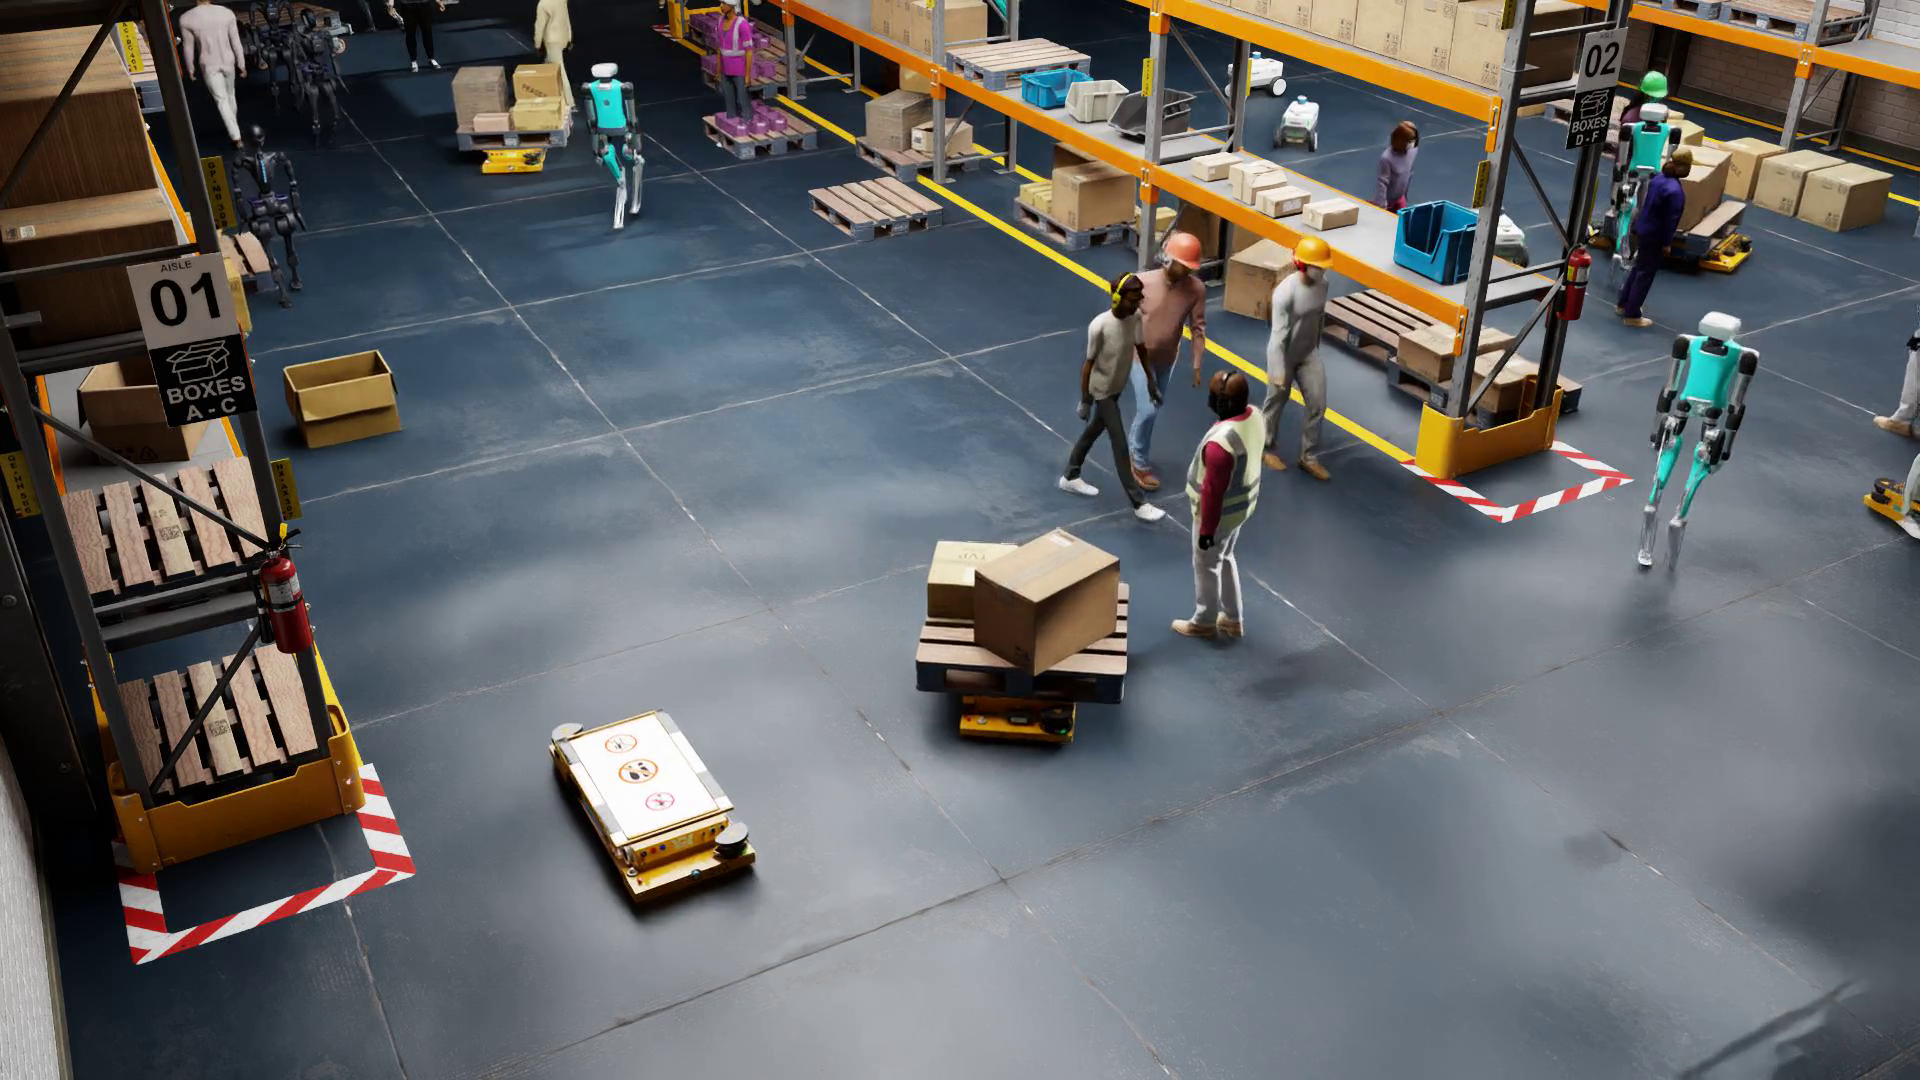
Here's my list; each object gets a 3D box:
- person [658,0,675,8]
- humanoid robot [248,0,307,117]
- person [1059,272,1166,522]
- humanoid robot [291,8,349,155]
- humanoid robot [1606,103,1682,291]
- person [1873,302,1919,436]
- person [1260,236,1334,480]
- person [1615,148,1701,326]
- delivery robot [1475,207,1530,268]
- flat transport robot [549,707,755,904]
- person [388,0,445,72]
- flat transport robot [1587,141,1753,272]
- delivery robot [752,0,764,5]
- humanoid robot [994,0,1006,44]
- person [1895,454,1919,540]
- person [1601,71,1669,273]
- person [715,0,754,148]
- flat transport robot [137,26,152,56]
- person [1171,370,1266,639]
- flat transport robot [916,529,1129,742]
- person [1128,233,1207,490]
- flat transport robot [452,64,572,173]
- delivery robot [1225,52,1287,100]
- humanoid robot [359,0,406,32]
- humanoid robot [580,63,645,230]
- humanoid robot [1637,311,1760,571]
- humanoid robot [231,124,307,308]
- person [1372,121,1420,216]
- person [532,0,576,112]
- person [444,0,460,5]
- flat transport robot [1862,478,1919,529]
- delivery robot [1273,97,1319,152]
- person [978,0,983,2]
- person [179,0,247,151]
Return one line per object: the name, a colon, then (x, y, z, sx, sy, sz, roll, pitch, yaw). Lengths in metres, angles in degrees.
person: (-4.590, -9.205, 25.937, 0.570, 1.755, 0.320, 6, 30, 10)
humanoid robot: (-8.455, -6.119, 20.632, 0.599, 1.659, 0.315, -16, 33, -25)
person: (1.116, -1.029, 11.657, 0.985, 1.804, 0.536, 22, 37, 33)
humanoid robot: (-7.423, -5.307, 19.242, 0.355, 1.654, 0.602, 22, 37, 34)
humanoid robot: (6.208, -3.030, 15.251, 0.561, 1.814, 0.787, 11, 32, 18)
person: (7.493, -1.642, 12.701, 0.661, 1.827, 0.479, -26, 39, -37)
person: (2.484, -1.298, 12.069, 0.563, 1.868, 0.747, -15, 33, -24)
person: (6.209, -2.685, 14.742, 0.409, 1.609, 0.490, 2, 30, 3)
delivery robot: (5.233, -2.969, 16.271, 0.499, 0.575, 0.754, -2, 30, -4)
flat transport robot: (-1.695, 1.381, 9.005, 0.659, 0.231, 1.431, -16, 33, -25)
person: (-7.415, -7.293, 22.608, 0.749, 1.758, 0.426, -16, 33, -25)
flat transport robot: (7.090, -2.996, 16.625, 1.431, 0.231, 0.659, 22, 36, 33)
delivery robot: (-2.923, -8.790, 26.411, 0.773, 0.582, 0.499, 5, 30, 9)
humanoid robot: (0.614, -7.866, 23.659, 0.686, 1.822, 0.530, 18, 35, 29)
person: (6.855, -0.927, 11.360, 0.586, 1.927, 0.359, -16, 33, -25)
person: (6.464, -3.548, 15.905, 0.513, 1.910, 0.507, -10, 31, -17)
person: (-2.624, -5.456, 19.323, 0.514, 1.847, 0.345, 21, 36, 32)
flat transport robot: (-11.689, -7.165, 23.882, 0.659, 0.231, 1.431, -15, 33, -25)
person: (1.589, -0.189, 10.174, 0.445, 1.828, 0.634, 16, 34, 26)
flat transport robot: (0.404, 0.731, 10.137, 0.659, 0.231, 1.431, 3, 30, 6)
person: (1.431, -1.311, 12.018, 0.640, 1.934, 0.746, -9, 31, -14)
flat transport robot: (-5.157, -4.577, 19.378, 0.659, 0.231, 1.431, -4, 30, -6)
delivery robot: (3.834, -6.046, 21.620, 0.739, 0.566, 0.499, -16, 33, -25)
humanoid robot: (-8.634, -8.342, 24.519, 0.859, 1.788, 0.530, 11, 32, 18)
humanoid robot: (-3.473, -4.048, 17.006, 0.548, 1.742, 1.027, 2, 30, 3)
humanoid robot: (4.752, -0.549, 10.931, 0.531, 1.824, 0.748, 19, 35, 30)
humanoid robot: (-6.338, -2.998, 15.240, 0.587, 1.633, 0.679, -16, 33, -25)
person: (4.076, -3.170, 15.609, 0.527, 1.573, 0.875, -19, 35, -30)
person: (-5.152, -6.241, 20.798, 0.641, 1.724, 0.573, 7, 31, 13)
person: (-8.319, -9.152, 25.994, 0.737, 1.612, 0.511, -19, 35, -29)
flat transport robot: (7.127, -0.085, 11.558, 0.659, 0.231, 1.431, -14, 33, -22)
delivery robot: (4.032, -4.959, 19.747, 0.499, 0.586, 0.772, 10, 31, 16)
person: (0.099, -6.807, 21.618, 0.406, 1.905, 0.650, -14, 33, -23)
person: (-8.691, -5.551, 19.452, 0.640, 1.891, 1.014, -21, 36, -31)
